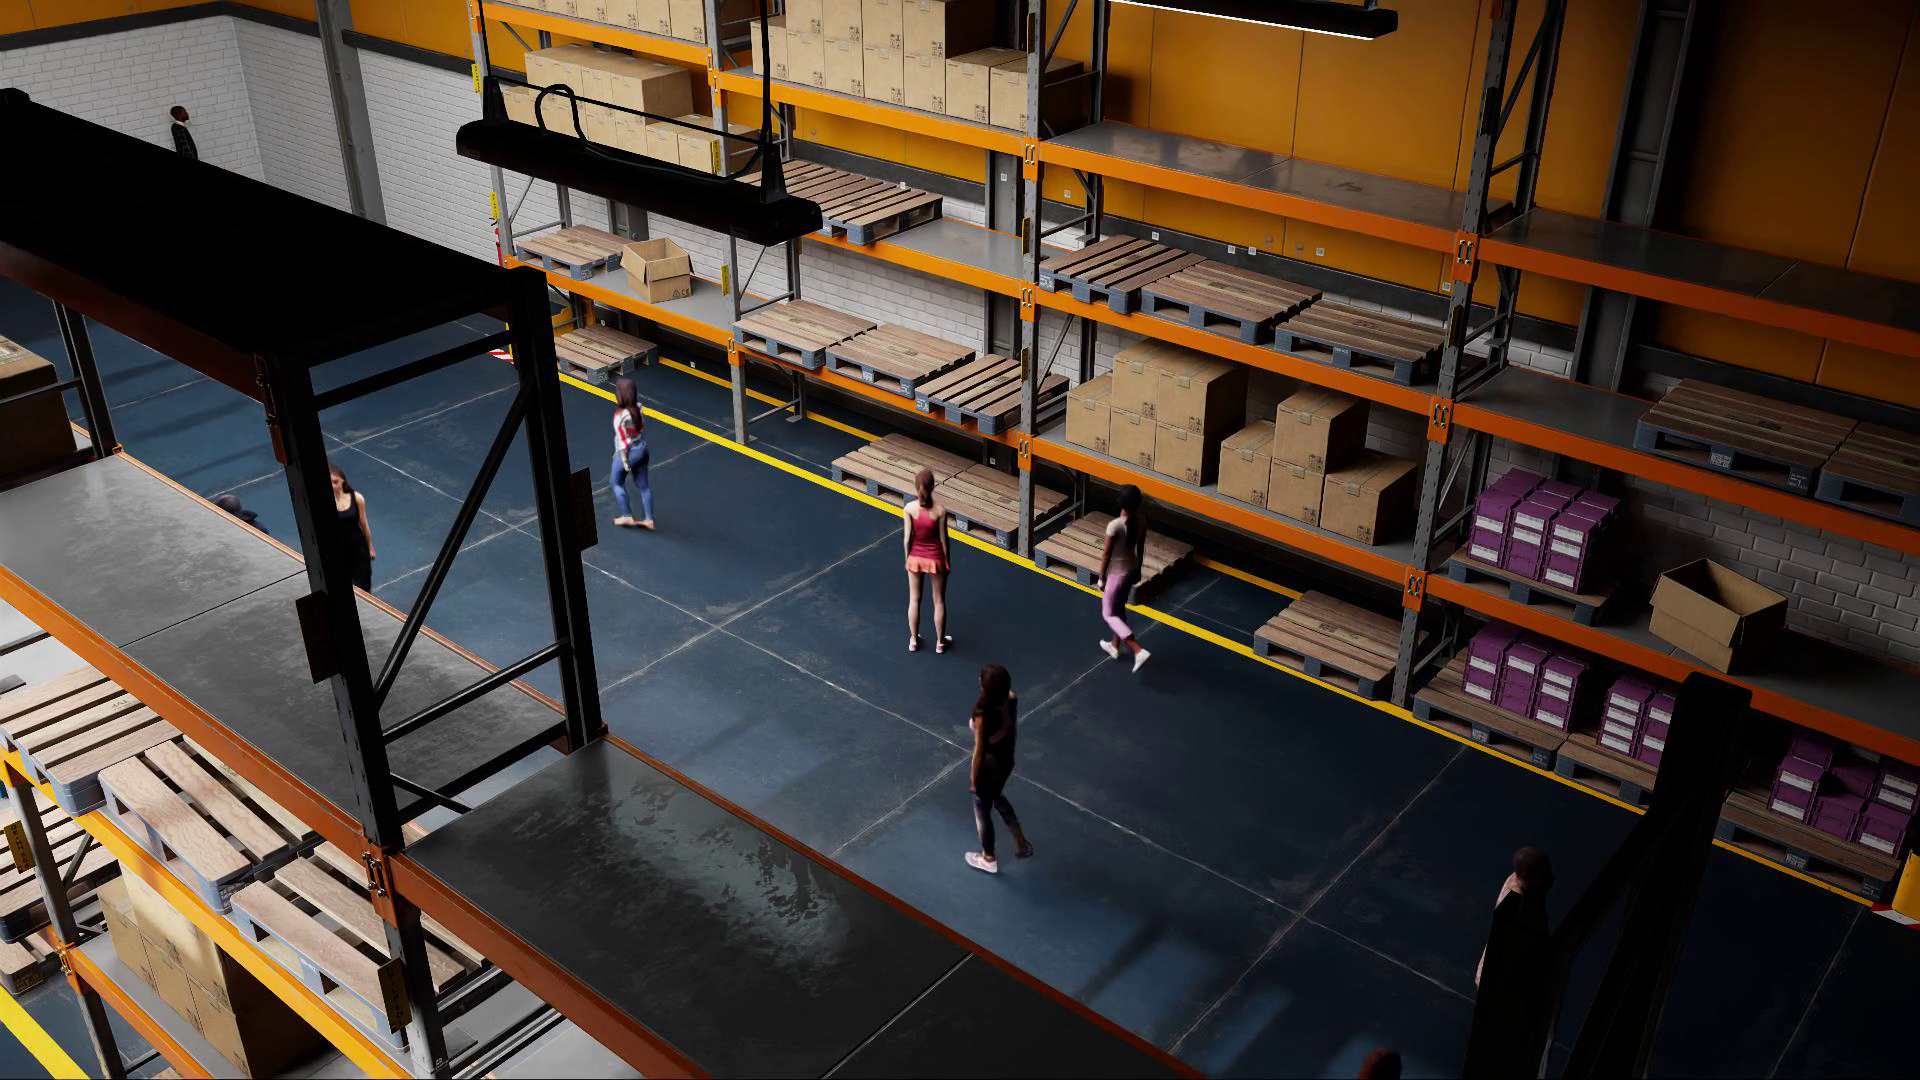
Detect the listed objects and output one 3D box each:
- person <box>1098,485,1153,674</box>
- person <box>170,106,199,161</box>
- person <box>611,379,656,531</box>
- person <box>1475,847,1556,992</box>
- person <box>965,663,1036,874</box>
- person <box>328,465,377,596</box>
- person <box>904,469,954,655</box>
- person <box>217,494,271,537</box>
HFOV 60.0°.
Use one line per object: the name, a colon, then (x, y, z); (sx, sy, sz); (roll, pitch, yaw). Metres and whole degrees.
person: (1.412, 0.351, 14.095); (0.730, 1.722, 1.014); (-19, 34, -31)
person: (-11.546, -5.582, 24.870); (0.782, 1.820, 0.600); (-18, 34, -30)
person: (-3.161, -0.822, 16.375); (0.682, 1.598, 0.636); (17, 33, 28)
person: (3.256, 2.570, 9.938); (0.677, 1.808, 0.738); (13, 31, 23)
person: (0.306, 1.639, 11.701); (0.745, 1.754, 0.601); (20, 35, 32)
person: (-5.402, 0.098, 14.628); (0.901, 1.658, 1.127); (-12, 31, -20)
person: (-0.285, 0.177, 14.379); (0.643, 1.757, 0.725); (5, 29, 8)
person: (-6.048, 0.359, 14.130); (0.623, 1.675, 0.659); (23, 36, 35)
